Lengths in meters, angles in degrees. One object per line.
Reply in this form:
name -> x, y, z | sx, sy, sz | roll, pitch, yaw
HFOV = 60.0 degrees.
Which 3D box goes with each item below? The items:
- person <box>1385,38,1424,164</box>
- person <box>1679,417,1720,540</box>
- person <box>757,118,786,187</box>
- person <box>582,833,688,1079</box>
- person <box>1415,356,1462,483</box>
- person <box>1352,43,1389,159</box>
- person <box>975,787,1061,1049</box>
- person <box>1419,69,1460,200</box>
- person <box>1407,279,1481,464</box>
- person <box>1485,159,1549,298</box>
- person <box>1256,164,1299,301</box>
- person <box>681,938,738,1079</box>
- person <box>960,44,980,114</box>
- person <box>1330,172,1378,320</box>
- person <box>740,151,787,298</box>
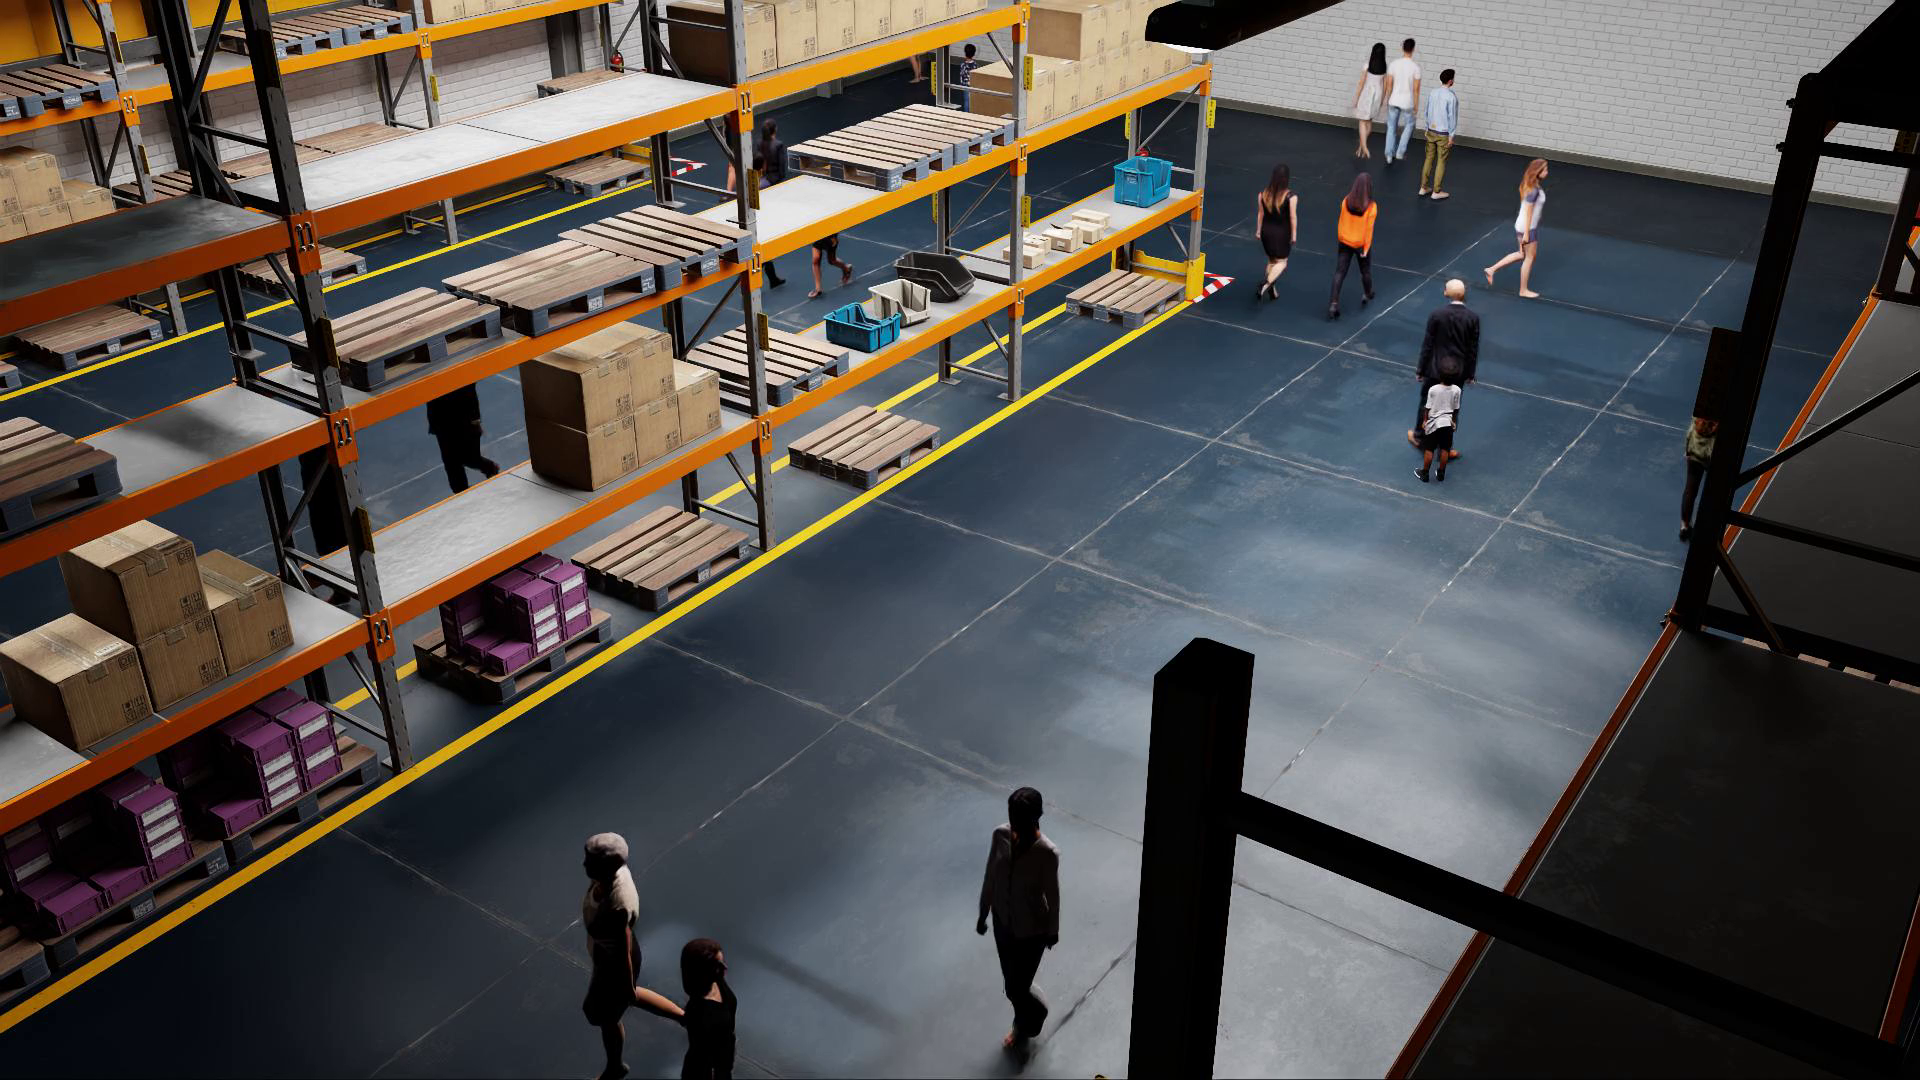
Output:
person -> 6.674, -6.615, 25.197 | 0.680, 1.841, 0.629 | 16, 32, 27
person -> 6.595, -0.681, 14.725 | 0.604, 1.452, 0.876 | 19, 34, 31
person -> -2.487, -4.610, 21.707 | 0.765, 1.663, 1.079 | 11, 30, 19
person -> -1.753, 2.276, 9.010 | 1.060, 1.734, 0.994 | -6, 29, -10
person -> 4.559, -1.148, 15.775 | 0.593, 1.265, 0.648 | -2, 29, -3
person -> 6.228, -6.662, 25.371 | 0.854, 1.757, 0.914 | -1, 29, -2
person -> 0.393, 2.088, 9.327 | 0.616, 1.760, 0.658 | 21, 35, 33
person -> 6.850, -5.810, 23.753 | 0.704, 1.811, 0.753 | -18, 33, -29
person -> 4.707, -1.618, 16.097 | 0.833, 1.783, 0.885 | 11, 30, 19
person -> 6.780, -3.779, 20.136 | 0.880, 1.709, 0.941 | 7, 29, 12
person -> 3.744, -3.592, 19.805 | 0.682, 1.698, 0.907 | 21, 35, 33
person -> -1.255, 2.666, 8.324 | 0.721, 1.705, 0.618 | 0, 29, 1
person -> 0.158, -7.601, 27.621 | 0.545, 1.250, 0.634 | -12, 31, -21
person -> 4.564, -3.409, 19.459 | 0.656, 1.708, 1.092 | 21, 35, 33
person -> -2.432, -3.738, 20.012 | 0.683, 1.756, 1.135 | 21, 35, 33
